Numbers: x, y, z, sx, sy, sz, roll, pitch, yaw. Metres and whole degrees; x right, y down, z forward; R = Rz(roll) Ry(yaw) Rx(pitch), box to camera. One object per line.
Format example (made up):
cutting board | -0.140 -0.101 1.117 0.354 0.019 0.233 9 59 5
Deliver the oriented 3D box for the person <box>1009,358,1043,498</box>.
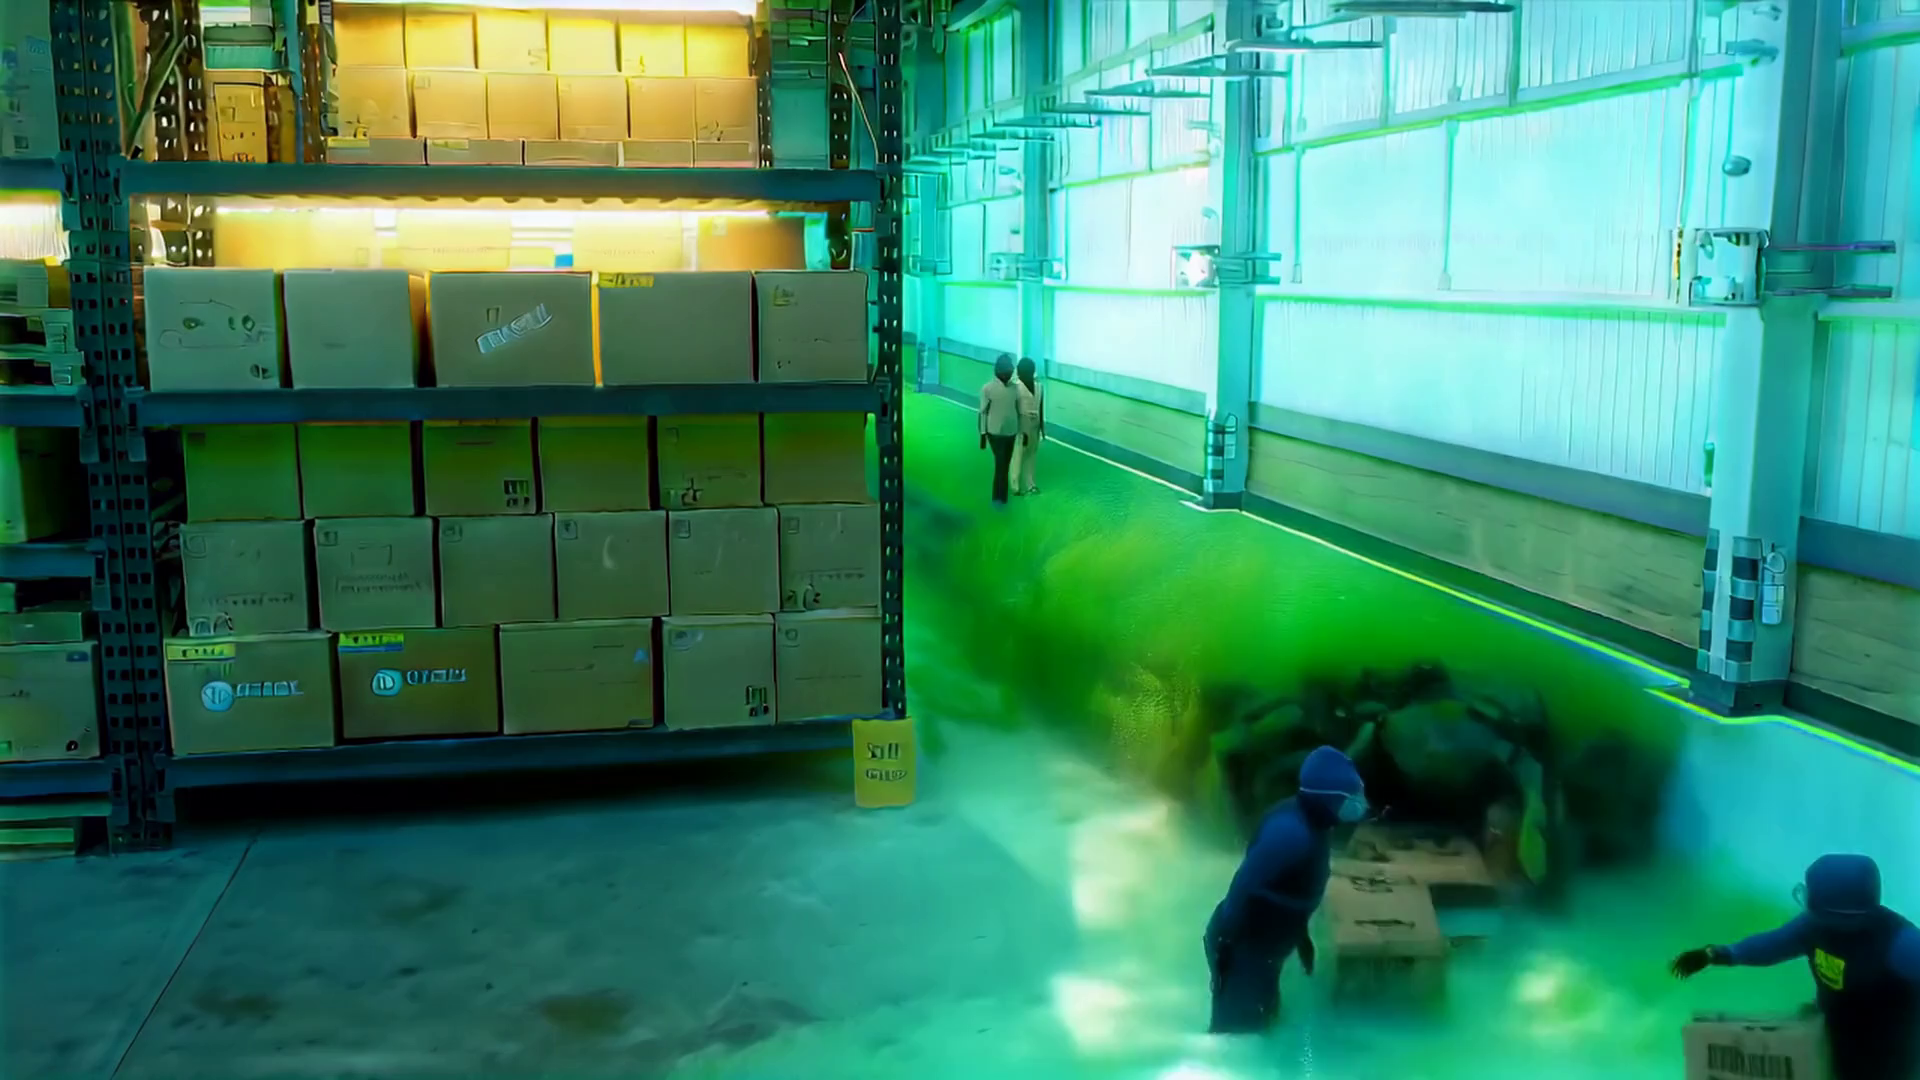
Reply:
person | 0.864 -1.476 21.960 0.630 1.843 0.429 -8 12 -41

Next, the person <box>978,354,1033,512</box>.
person | 0.601 -1.328 20.711 0.618 1.942 1.014 -5 10 -26
